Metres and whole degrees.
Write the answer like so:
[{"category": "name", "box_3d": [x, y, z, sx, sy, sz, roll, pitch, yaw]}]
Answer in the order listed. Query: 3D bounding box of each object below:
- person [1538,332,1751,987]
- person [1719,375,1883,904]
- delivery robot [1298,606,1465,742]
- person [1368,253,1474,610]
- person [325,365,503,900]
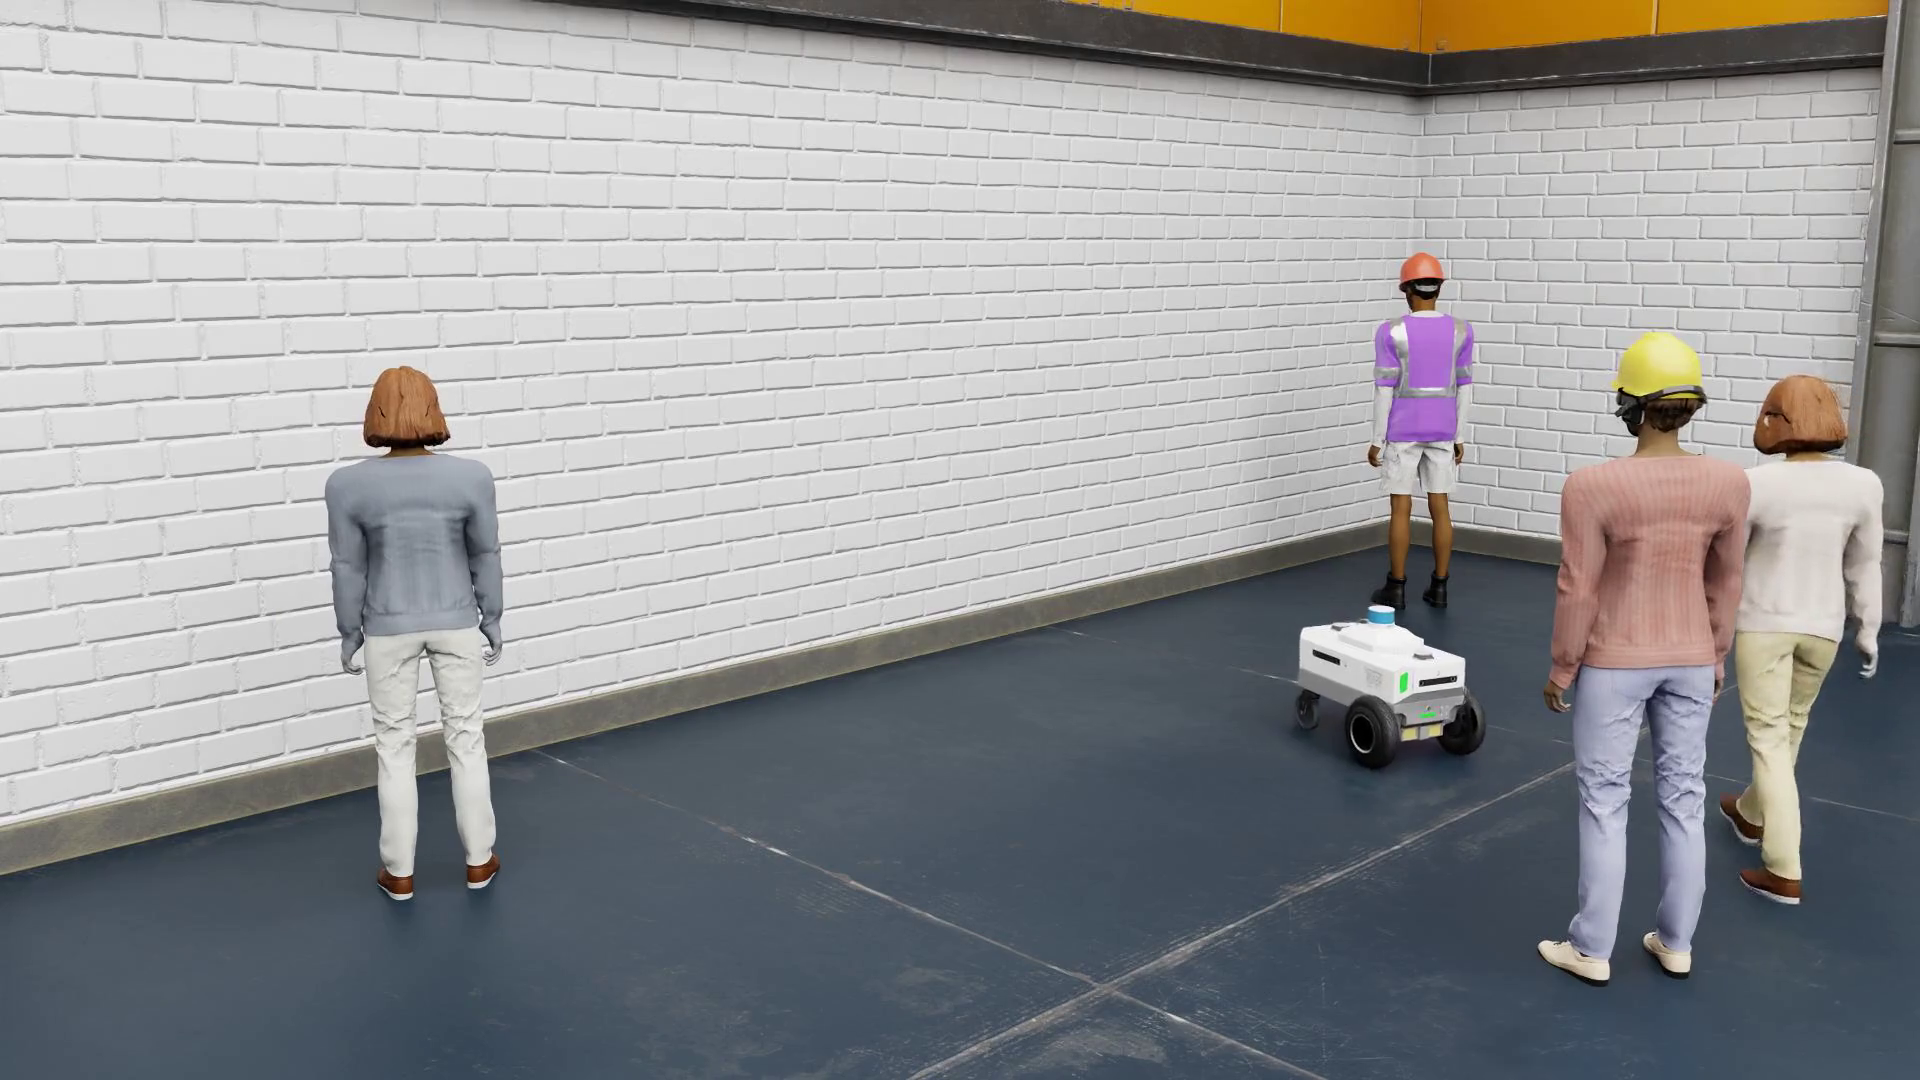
[{"category": "person", "box_3d": [1.831, 0.331, 4.479, 0.525, 1.772, 0.302, -1, 10, -8]}, {"category": "person", "box_3d": [2.572, 0.277, 5.258, 0.523, 1.591, 0.777, 0, 10, -2]}, {"category": "delivery robot", "box_3d": [1.661, 0.504, 6.593, 0.477, 0.478, 0.707, -5, 11, -24]}, {"category": "person", "box_3d": [2.478, -0.580, 9.018, 0.543, 1.928, 0.370, -1, 10, -5]}, {"category": "person", "box_3d": [-1.647, 0.287, 5.085, 0.500, 1.636, 0.286, -4, 11, -21]}]
